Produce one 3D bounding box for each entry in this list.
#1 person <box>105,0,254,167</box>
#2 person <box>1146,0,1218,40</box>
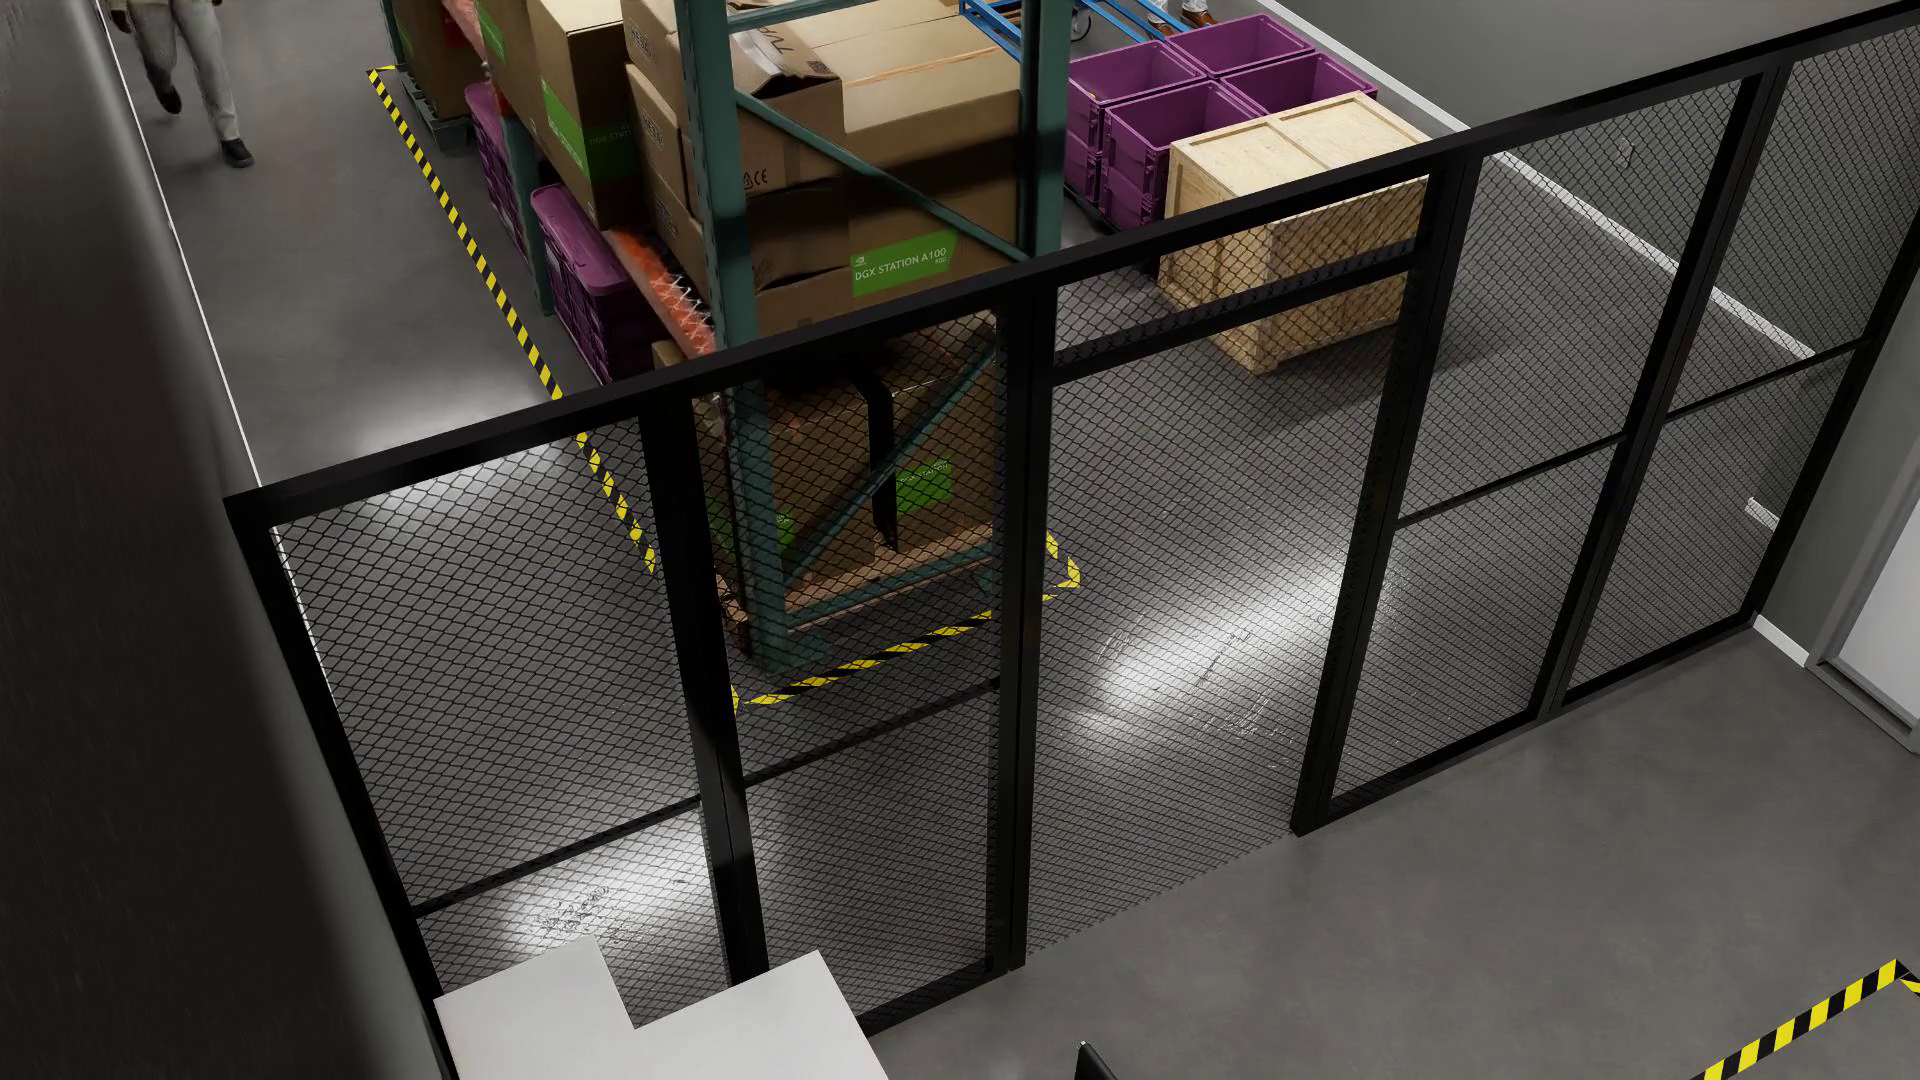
[{"bbox_3d":[-3.891,-2.741,8.046,0.598,1.805,0.742,-27,49,-26],"label":"person"},{"bbox_3d":[1.283,-3.630,8.916,0.627,1.941,0.372,-21,46,-21],"label":"person"}]
